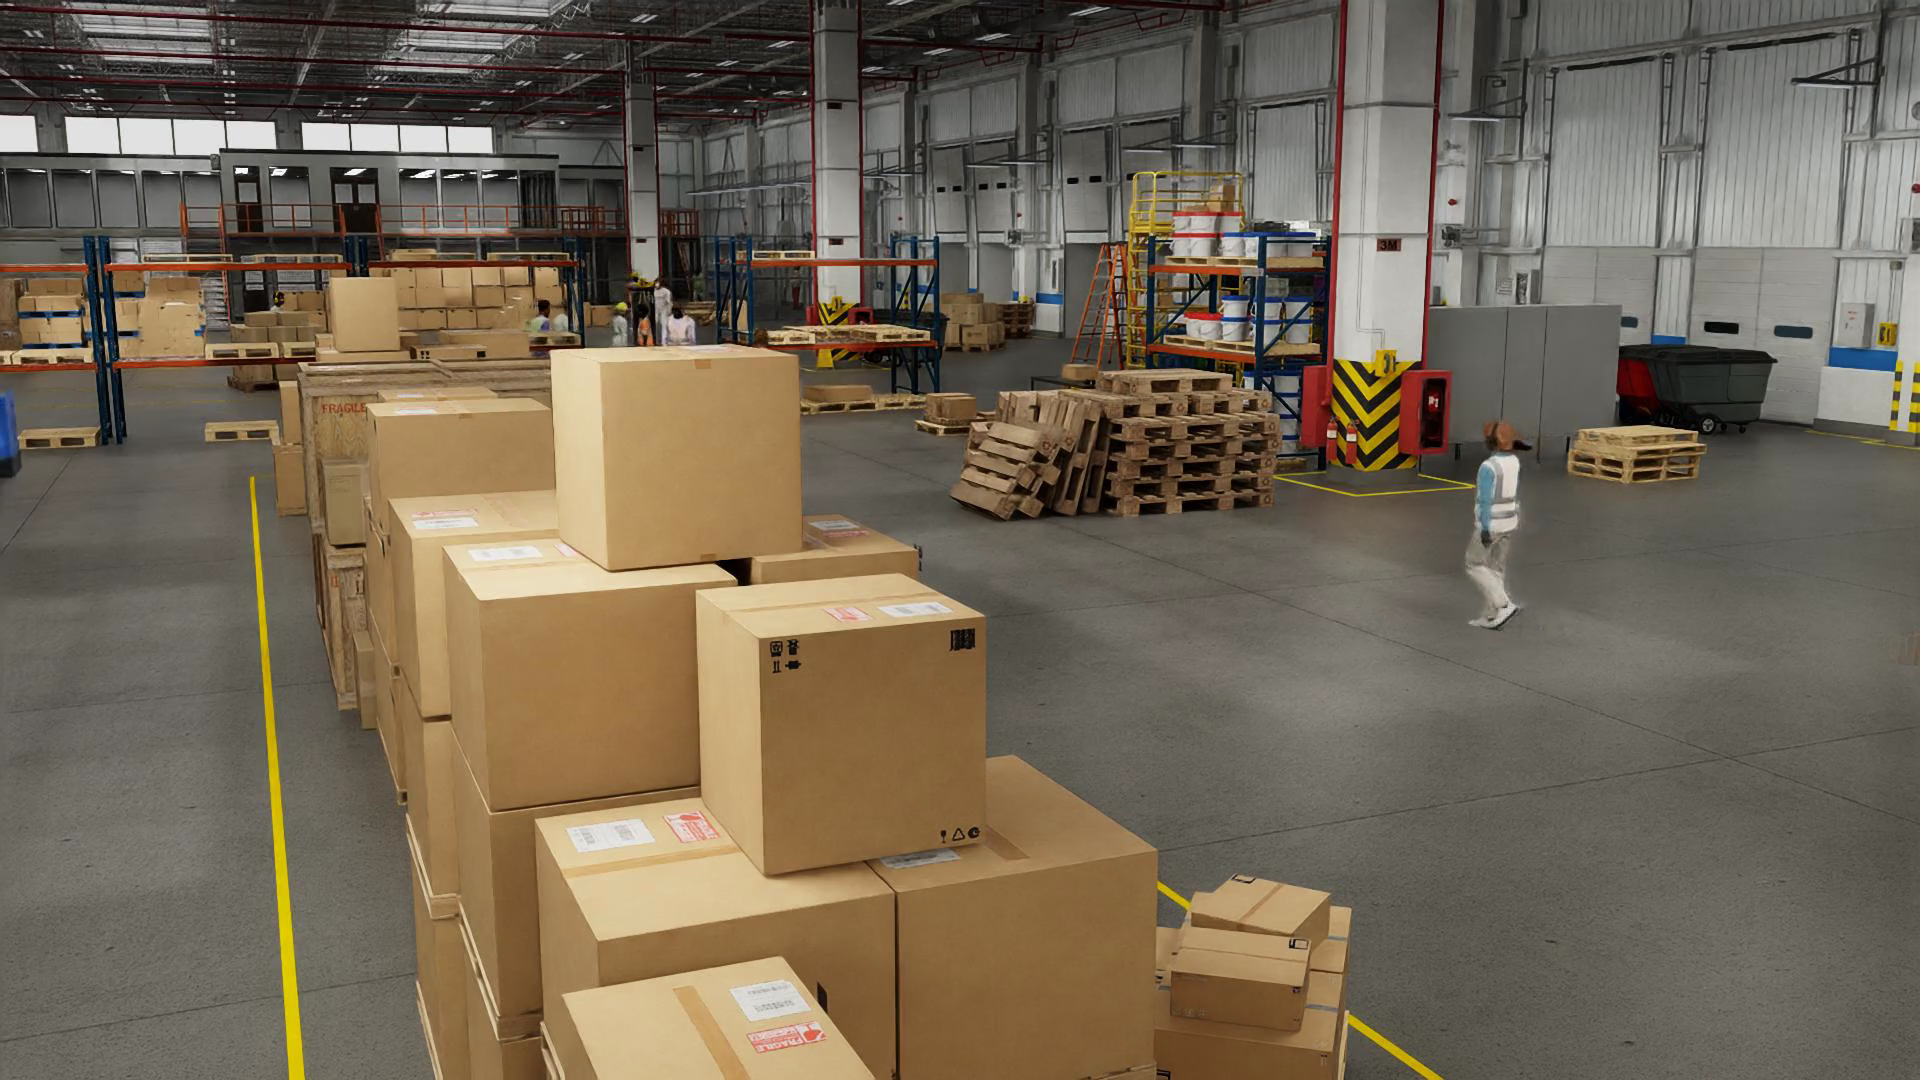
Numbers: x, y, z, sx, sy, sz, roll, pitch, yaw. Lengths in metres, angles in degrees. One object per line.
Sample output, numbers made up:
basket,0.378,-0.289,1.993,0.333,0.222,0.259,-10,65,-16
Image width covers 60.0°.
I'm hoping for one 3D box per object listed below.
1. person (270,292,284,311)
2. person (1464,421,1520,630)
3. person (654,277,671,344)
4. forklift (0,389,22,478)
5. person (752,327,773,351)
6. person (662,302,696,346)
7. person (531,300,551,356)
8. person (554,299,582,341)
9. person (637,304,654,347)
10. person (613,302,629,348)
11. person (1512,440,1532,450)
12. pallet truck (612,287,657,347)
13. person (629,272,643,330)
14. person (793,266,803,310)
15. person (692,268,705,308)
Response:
person,-14.615,-4.390,35.717,0.326,1.861,0.498,0,10,-1
person,4.093,-0.098,12.683,0.520,1.627,0.412,-9,13,-40
person,-8.302,-6.307,46.098,0.643,1.927,0.436,2,11,13
forklift,-12.680,-2.103,20.275,1.873,2.768,1.129,-4,11,-23
person,-2.640,-1.888,21.980,0.551,1.829,0.520,-4,11,-20
person,-5.286,-3.579,31.338,0.630,1.827,0.604,0,10,0
person,-7.438,-3.394,30.117,0.723,1.895,0.616,-8,13,-37
person,-7.145,-3.448,30.321,0.645,1.926,0.642,7,12,33
person,-6.327,-3.900,33.458,0.320,1.698,0.542,-2,10,-9
person,-6.910,-3.962,33.709,0.451,1.726,0.489,-9,13,-40
person,7.948,-2.209,23.558,0.576,1.908,0.551,2,10,8
pallet truck,-6.464,-4.406,35.401,0.823,1.965,1.885,6,12,32
person,-10.605,-7.860,54.670,0.636,1.905,0.606,-4,11,-23
person,-6.820,-10.617,69.641,0.378,1.995,0.612,-4,11,-21
person,-10.735,-10.252,68.213,0.620,1.797,0.980,5,11,26
